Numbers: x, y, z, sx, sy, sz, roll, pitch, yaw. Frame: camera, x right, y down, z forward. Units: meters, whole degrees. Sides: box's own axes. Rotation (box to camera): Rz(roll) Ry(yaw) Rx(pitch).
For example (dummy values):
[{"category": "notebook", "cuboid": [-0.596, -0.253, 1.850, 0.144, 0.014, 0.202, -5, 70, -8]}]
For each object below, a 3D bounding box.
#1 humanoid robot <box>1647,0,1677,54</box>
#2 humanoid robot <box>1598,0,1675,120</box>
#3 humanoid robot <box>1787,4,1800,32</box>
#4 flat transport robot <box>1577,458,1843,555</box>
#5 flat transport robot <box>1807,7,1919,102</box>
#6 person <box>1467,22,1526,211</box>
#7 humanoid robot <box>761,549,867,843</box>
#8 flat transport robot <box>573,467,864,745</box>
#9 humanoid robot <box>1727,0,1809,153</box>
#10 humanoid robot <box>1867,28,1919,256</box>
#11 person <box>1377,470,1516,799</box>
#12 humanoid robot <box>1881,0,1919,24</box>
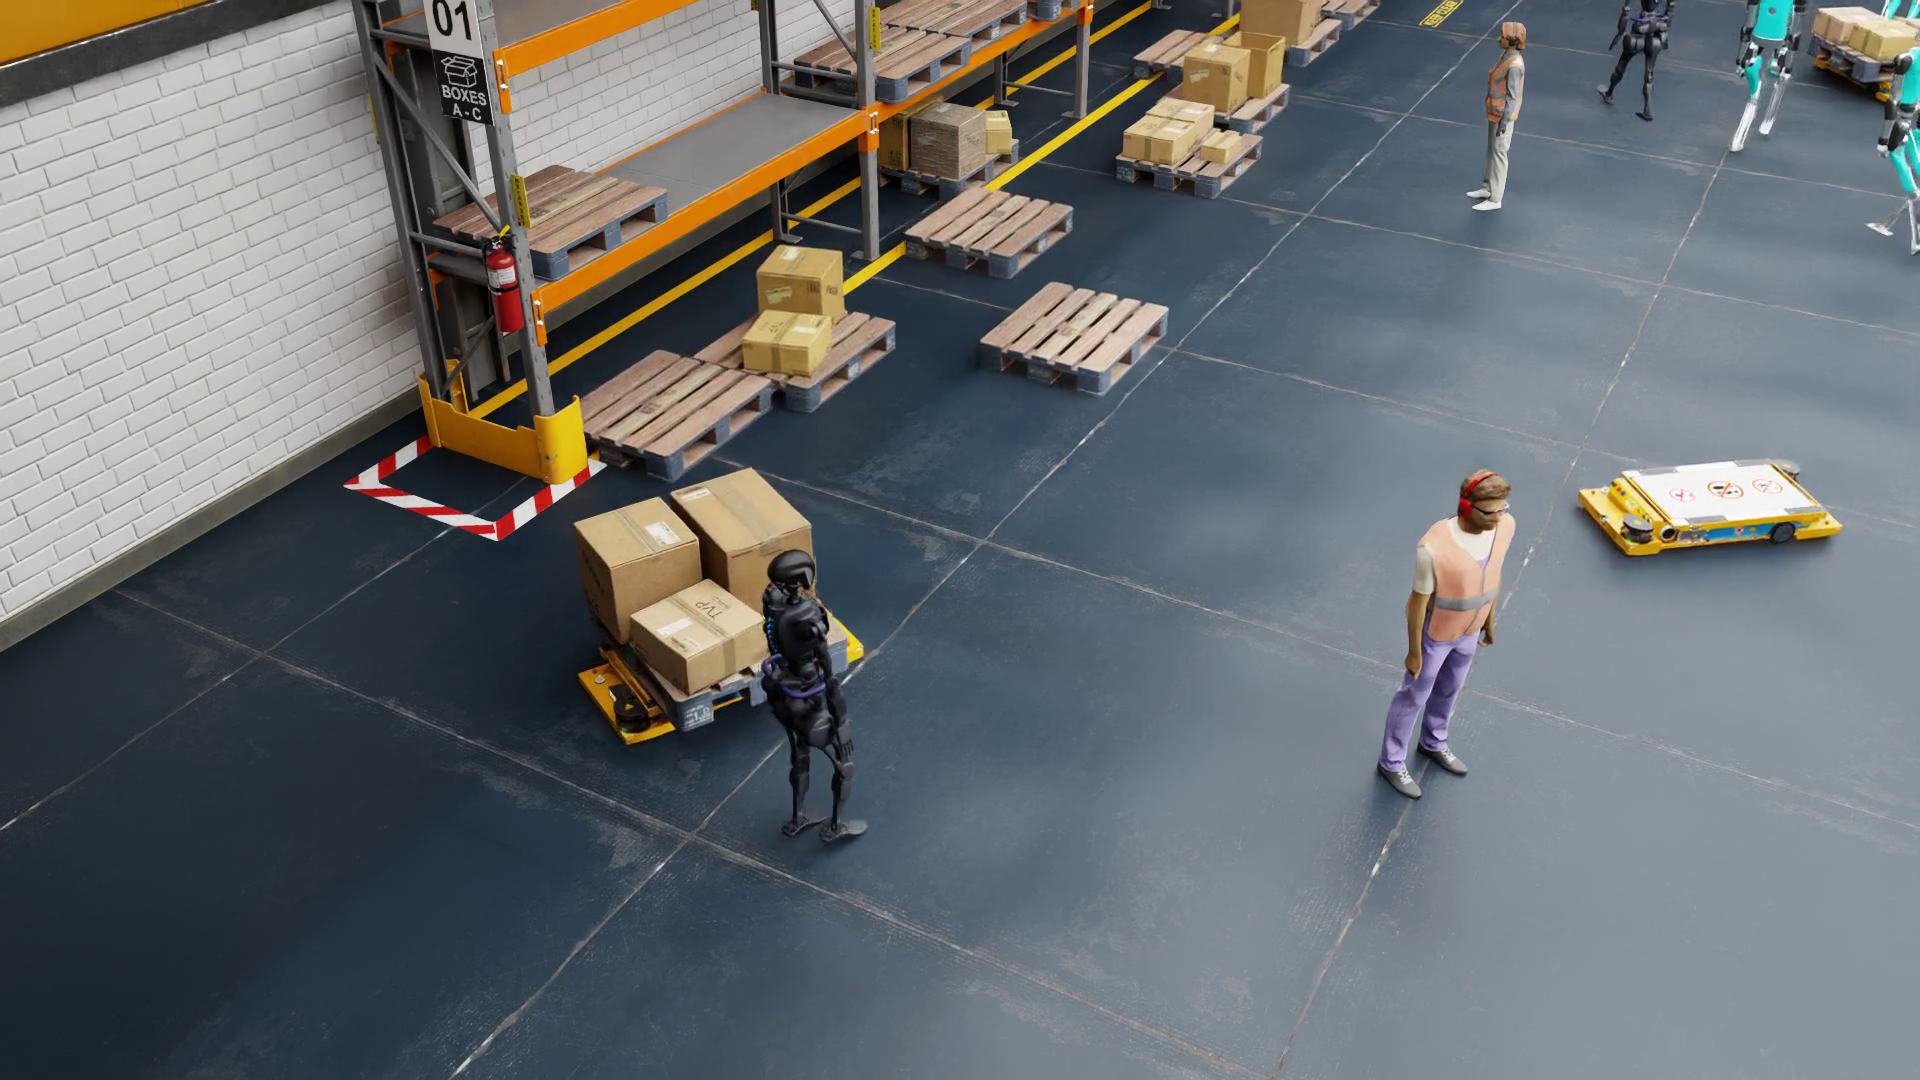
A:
[{"category": "humanoid robot", "cuboid": [7.836, -6.200, 18.266, 0.600, 1.631, 0.674, 25, 41, 33]}, {"category": "humanoid robot", "cuboid": [6.817, -5.094, 16.613, 0.597, 1.621, 0.783, -5, 34, -8]}, {"category": "humanoid robot", "cuboid": [9.543, -6.586, 18.789, 0.545, 1.771, 0.819, -28, 42, -35]}, {"category": "flat transport robot", "cuboid": [4.718, -0.211, 10.467, 1.431, 0.231, 0.659, -5, 34, -8]}, {"category": "flat transport robot", "cuboid": [9.751, -4.910, 17.577, 0.659, 0.231, 1.431, -5, 34, -7]}, {"category": "person", "cuboid": [4.702, -3.684, 14.477, 0.309, 1.638, 0.522, 4, 34, 6]}, {"category": "humanoid robot", "cuboid": [-0.721, 0.724, 7.773, 0.366, 1.658, 0.600, -23, 40, -30]}, {"category": "flat transport robot", "cuboid": [-1.311, 0.651, 9.163, 1.431, 0.231, 0.659, -20, 38, -27]}, {"category": "humanoid robot", "cuboid": [7.716, -4.584, 15.806, 0.545, 1.767, 1.052, 26, 41, 33]}, {"category": "humanoid robot", "cuboid": [8.020, -3.234, 13.760, 0.547, 1.818, 0.886, -10, 35, -15]}, {"category": "person", "cuboid": [2.357, 0.431, 8.081, 0.559, 1.836, 0.388, -19, 38, -26]}, {"category": "humanoid robot", "cuboid": [9.873, -5.676, 17.453, 0.919, 1.818, 0.535, -28, 43, -36]}]
